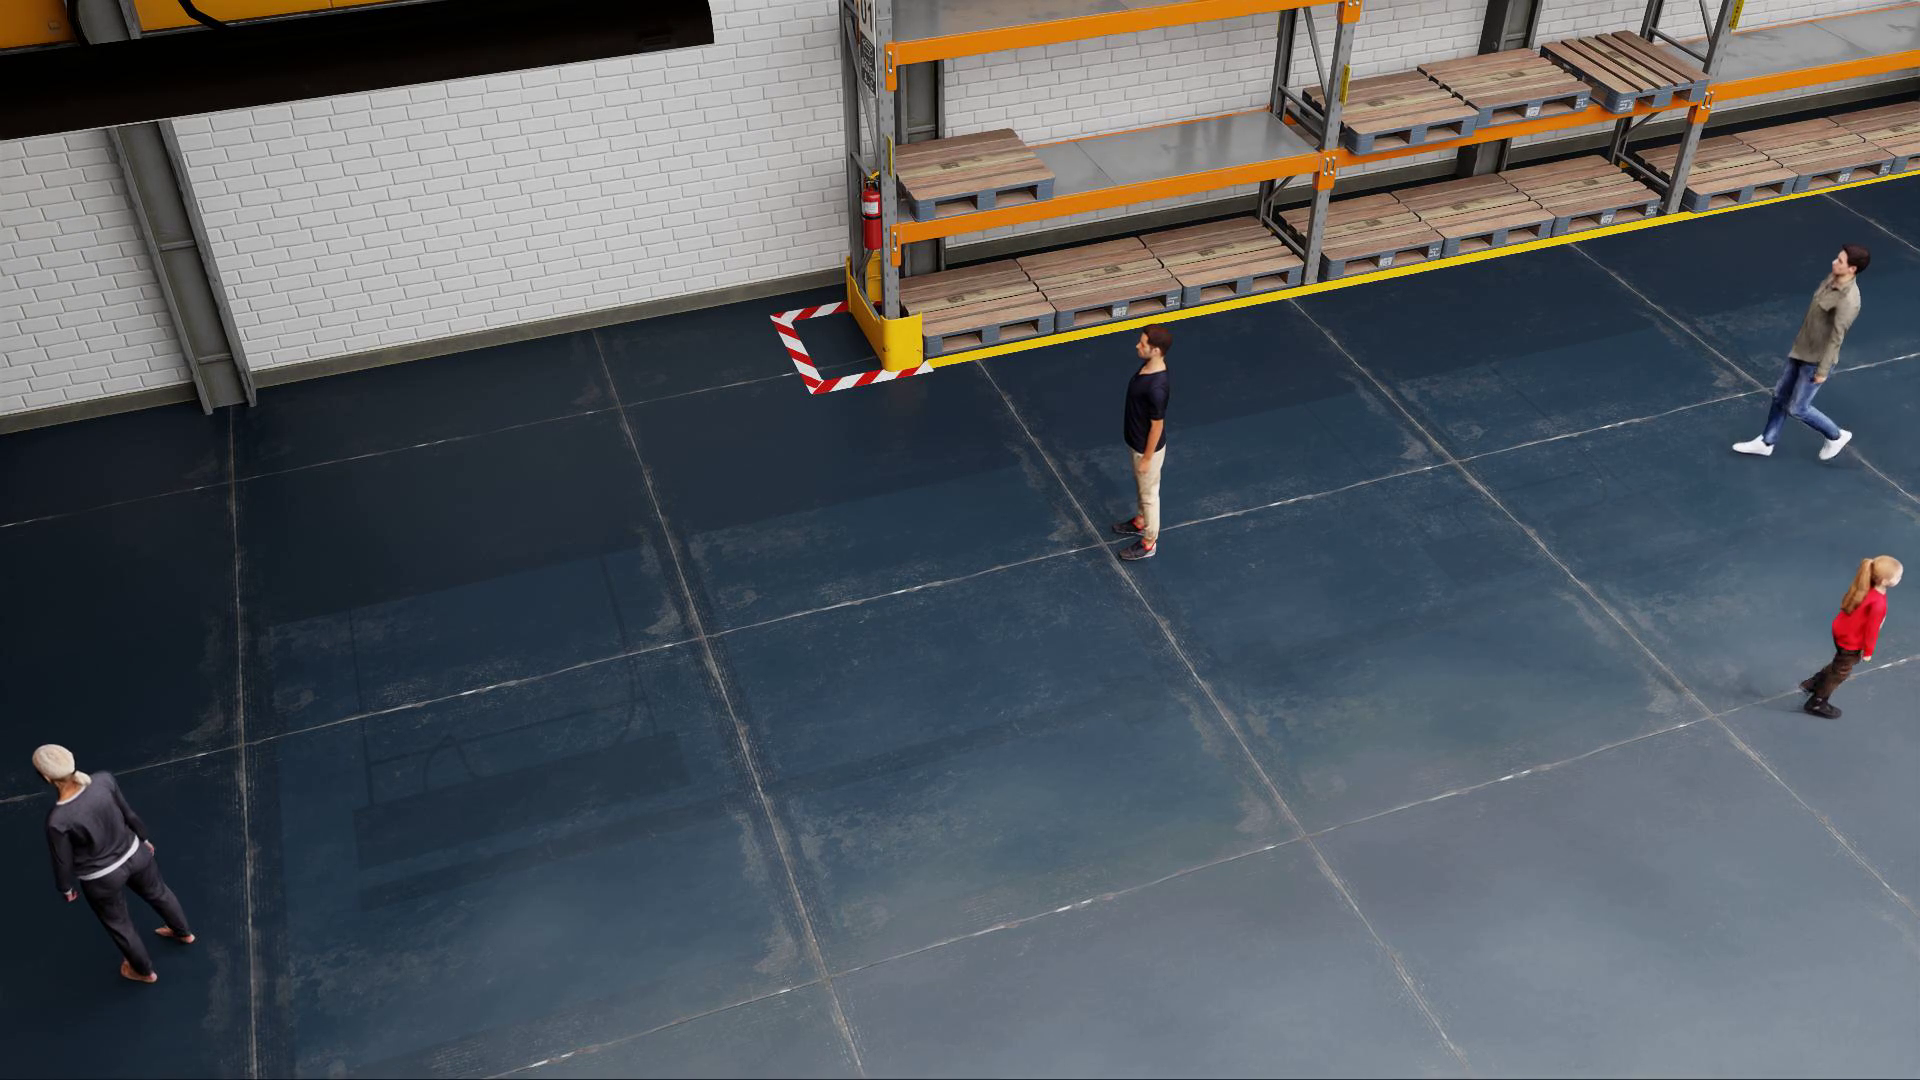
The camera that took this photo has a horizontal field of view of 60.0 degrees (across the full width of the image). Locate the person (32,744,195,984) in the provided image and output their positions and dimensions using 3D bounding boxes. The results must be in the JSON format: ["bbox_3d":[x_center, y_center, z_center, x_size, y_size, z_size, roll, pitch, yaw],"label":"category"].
[{"bbox_3d":[-4.450,1.702,8.733,0.790,1.720,0.717,19,42,22],"label":"person"}]

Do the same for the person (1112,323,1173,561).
[{"bbox_3d":[1.310,-0.695,11.623,0.627,1.859,0.696,-2,39,-2],"label":"person"}]

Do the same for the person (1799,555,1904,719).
[{"bbox_3d":[5.562,0.598,10.474,0.642,1.273,0.598,7,39,9],"label":"person"}]

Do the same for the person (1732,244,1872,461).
[{"bbox_3d":[6.488,-1.362,12.469,1.163,1.846,1.001,6,39,7],"label":"person"}]
